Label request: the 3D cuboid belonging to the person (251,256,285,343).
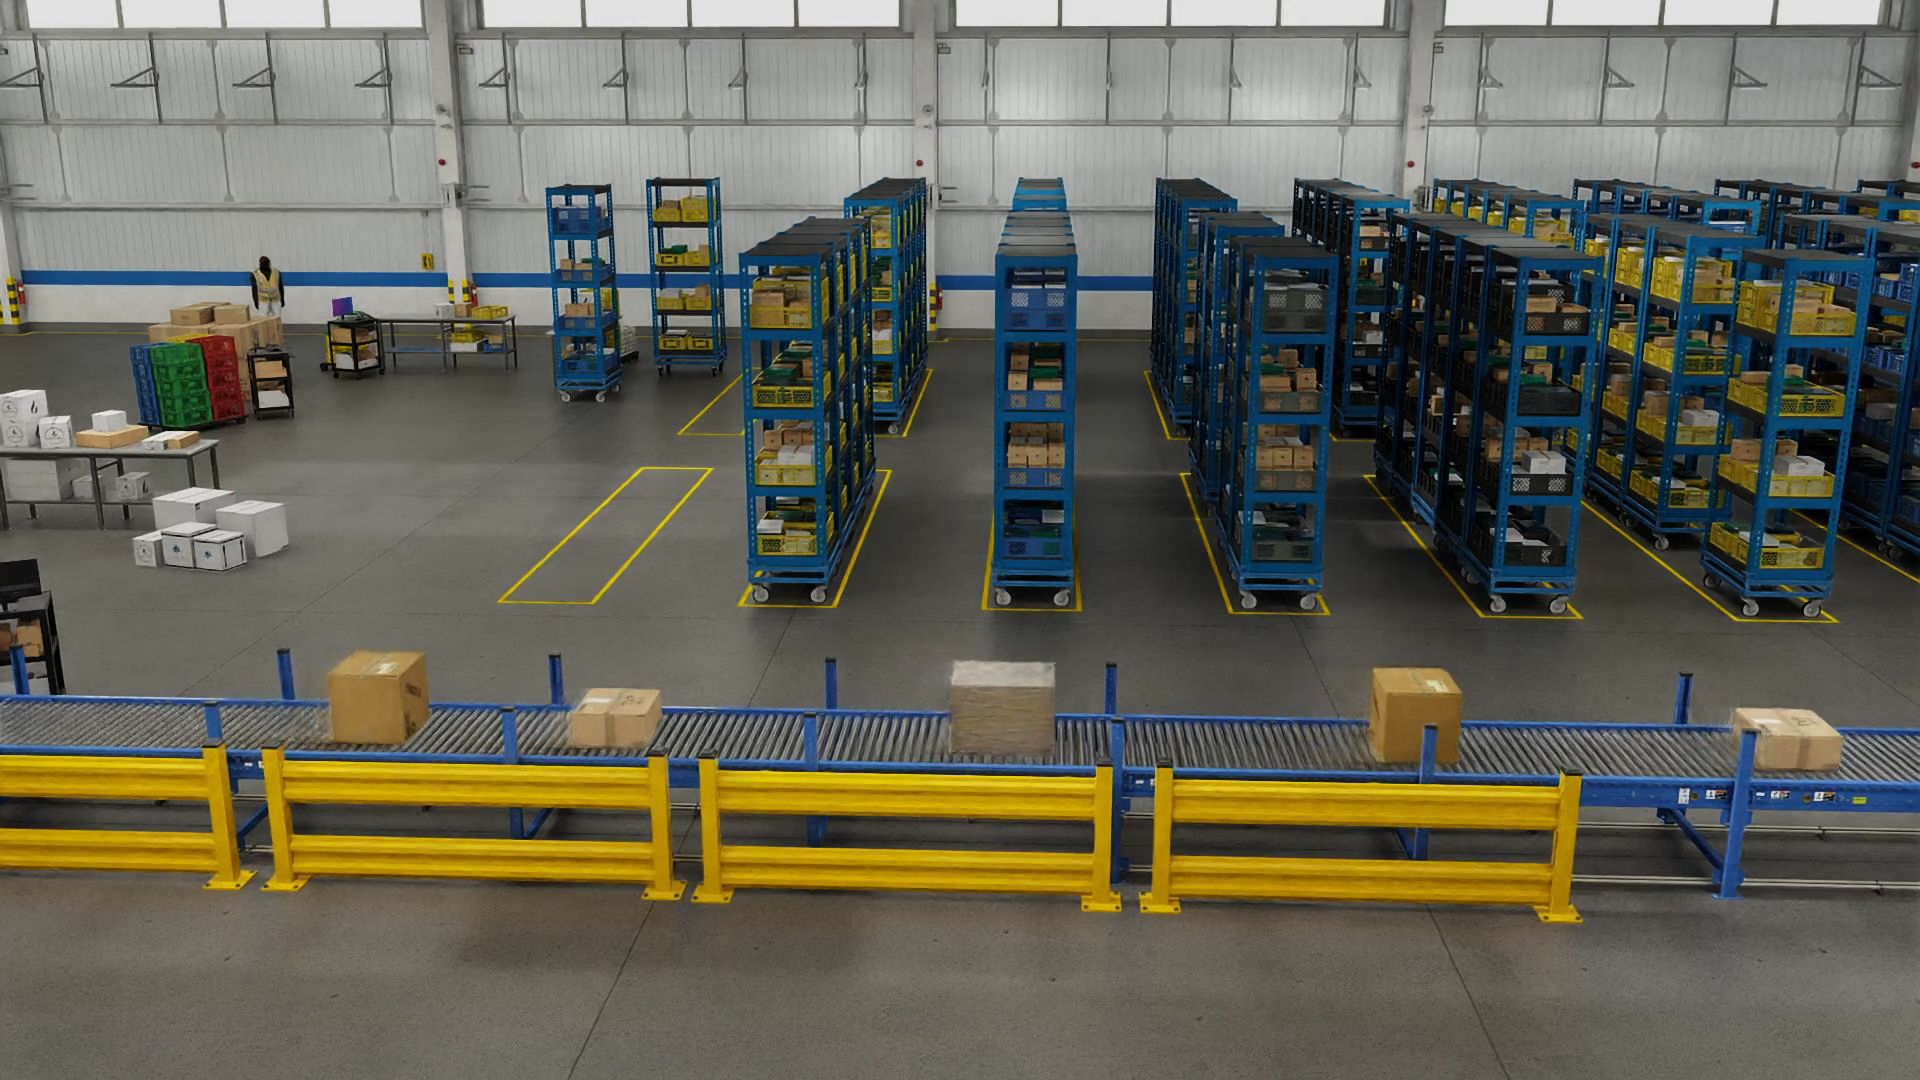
[{"bbox_3d":[-14.371,-4.988,34.599,0.637,1.835,0.432,-9,18,-30],"label":"person"}]
